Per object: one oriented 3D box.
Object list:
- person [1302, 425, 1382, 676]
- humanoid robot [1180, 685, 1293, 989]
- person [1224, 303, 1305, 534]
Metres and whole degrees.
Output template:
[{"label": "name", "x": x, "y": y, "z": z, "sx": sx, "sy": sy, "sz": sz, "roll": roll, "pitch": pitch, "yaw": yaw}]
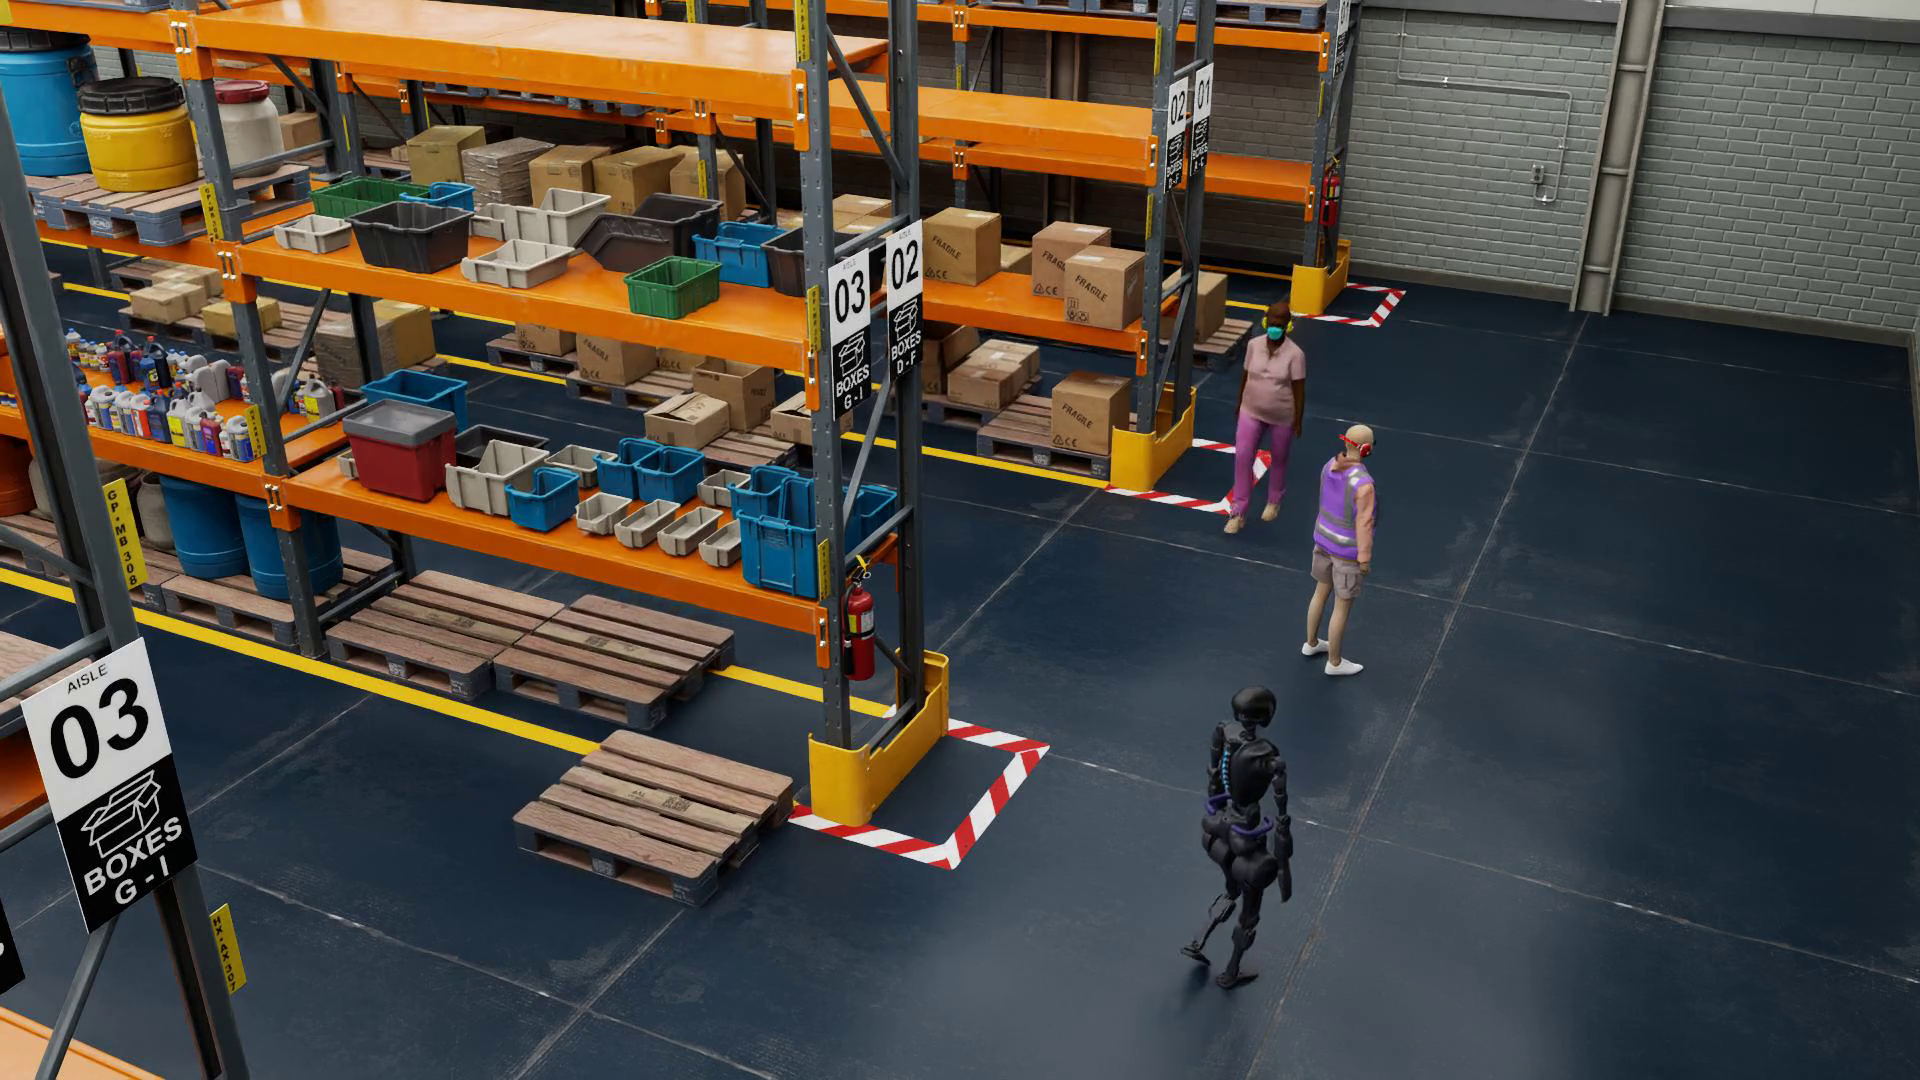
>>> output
[{"label": "person", "x": 2.431, "y": 0.059, "z": 10.585, "sx": 0.347, "sy": 1.688, "sz": 0.491, "roll": -11, "pitch": 28, "yaw": -21}, {"label": "humanoid robot", "x": 1.311, "y": 1.419, "z": 7.841, "sx": 0.422, "sy": 1.641, "sz": 0.589, "roll": -15, "pitch": 30, "yaw": -28}, {"label": "person", "x": 2.281, "y": -0.894, "z": 12.403, "sx": 0.551, "sy": 1.764, "sz": 0.835, "roll": 12, "pitch": 29, "yaw": 23}]
